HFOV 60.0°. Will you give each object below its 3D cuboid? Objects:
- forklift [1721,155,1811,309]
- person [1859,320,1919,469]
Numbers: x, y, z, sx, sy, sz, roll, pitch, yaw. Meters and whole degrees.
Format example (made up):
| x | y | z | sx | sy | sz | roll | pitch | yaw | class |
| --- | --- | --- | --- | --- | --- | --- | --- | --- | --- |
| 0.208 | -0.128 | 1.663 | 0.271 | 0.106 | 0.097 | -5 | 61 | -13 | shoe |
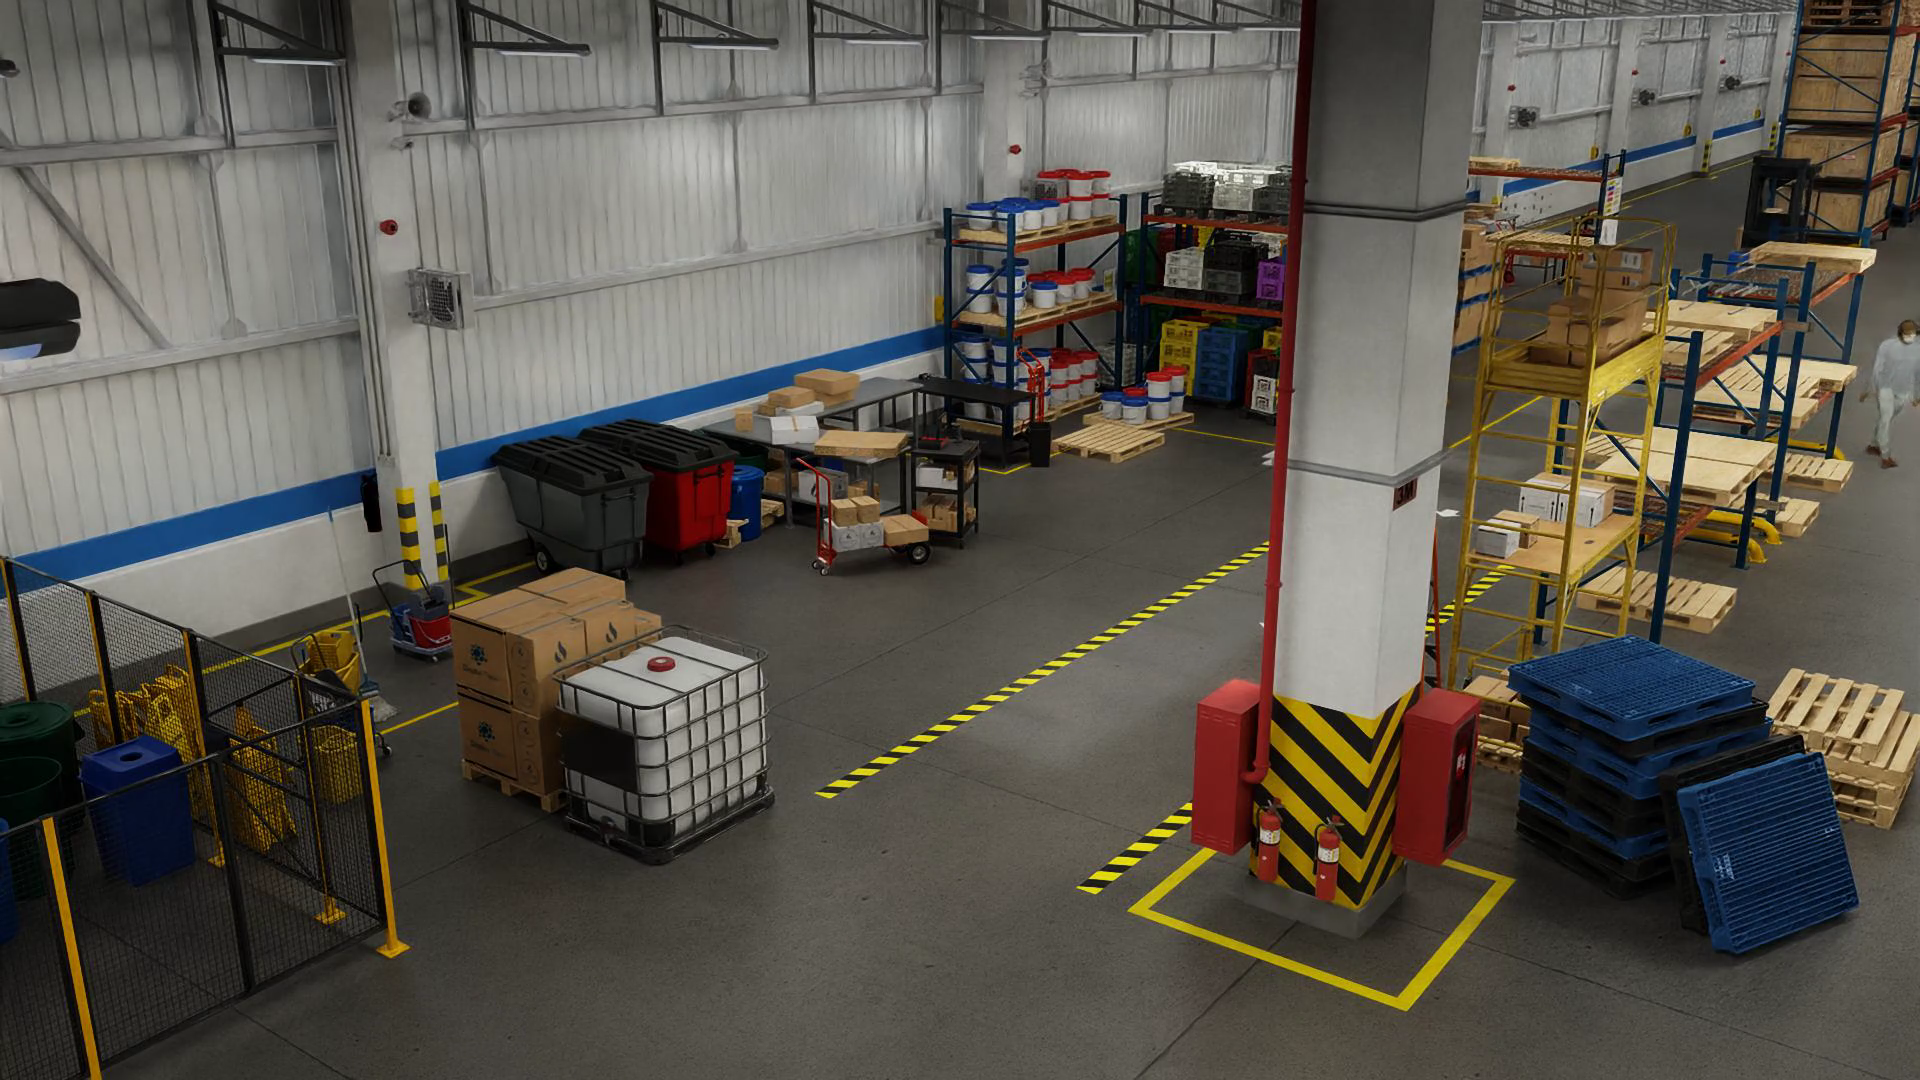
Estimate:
| x | y | z | sx | sy | sz | roll | pitch | yaw | class |
| --- | --- | --- | --- | --- | --- | --- | --- | --- | --- |
| 15.377 | -5.855 | 31.539 | 1.129 | 2.768 | 1.873 | 13 | 22 | 34 | forklift |
| 11.728 | -1.851 | 20.887 | 0.713 | 1.853 | 1.098 | -1 | 18 | -2 | person |
